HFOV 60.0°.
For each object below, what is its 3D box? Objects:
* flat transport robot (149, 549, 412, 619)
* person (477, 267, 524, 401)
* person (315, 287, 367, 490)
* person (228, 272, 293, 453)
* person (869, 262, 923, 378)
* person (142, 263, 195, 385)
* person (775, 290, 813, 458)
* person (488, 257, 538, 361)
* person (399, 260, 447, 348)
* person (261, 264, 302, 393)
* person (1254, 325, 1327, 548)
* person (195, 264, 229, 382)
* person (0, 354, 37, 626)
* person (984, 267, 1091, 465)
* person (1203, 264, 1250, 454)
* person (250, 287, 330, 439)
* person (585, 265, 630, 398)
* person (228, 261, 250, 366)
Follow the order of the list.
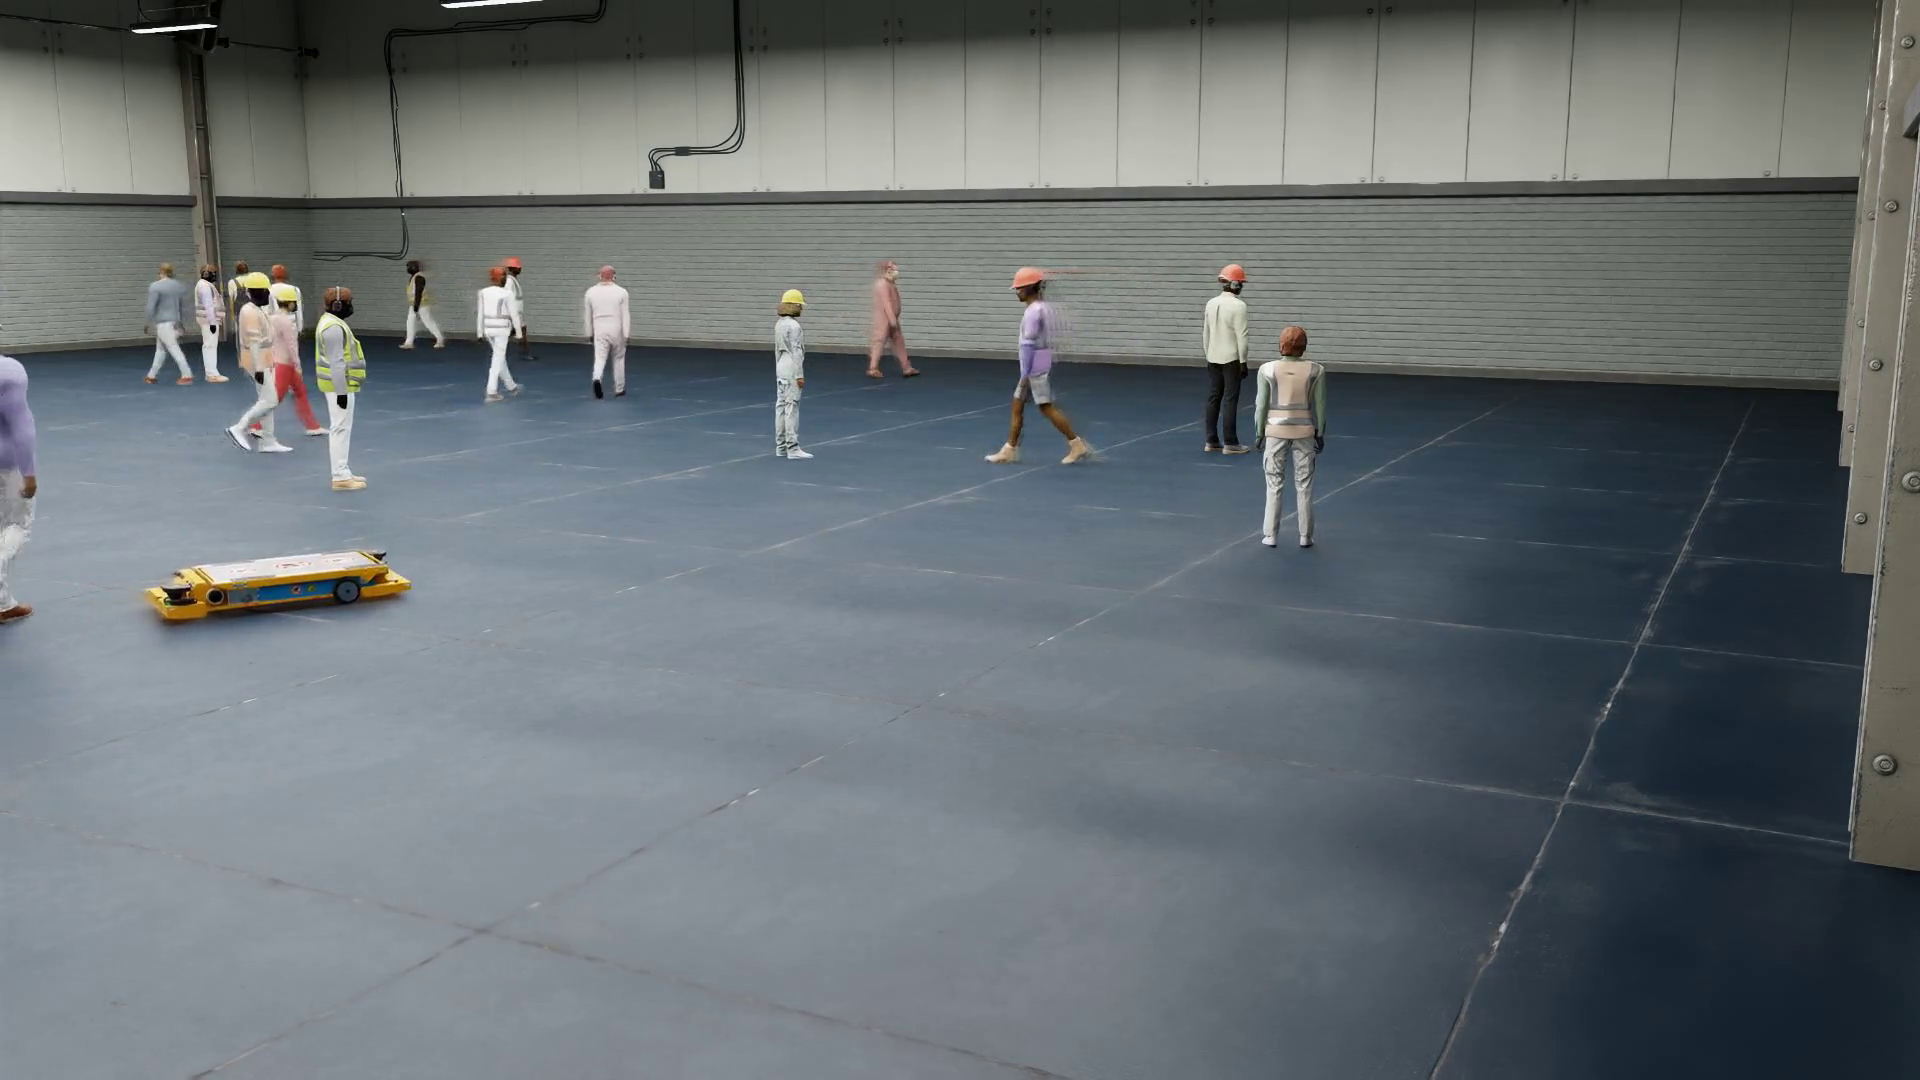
[{"bbox_3d":[-4.268,0.260,10.455,1.431,0.197,0.652,-7,13,-34],"label":"flat transport robot"},{"bbox_3d":[-6.371,-2.884,23.292,0.611,1.839,0.947,5,12,26],"label":"person"},{"bbox_3d":[-5.605,-1.372,15.097,0.428,1.836,0.625,-4,11,-20],"label":"person"},{"bbox_3d":[-7.387,-1.852,17.478,0.512,1.916,0.603,-3,11,-17],"label":"person"},{"bbox_3d":[-1.047,-3.518,26.724,0.946,1.865,0.659,2,11,12],"label":"person"},{"bbox_3d":[-12.233,-3.319,25.597,0.925,1.872,0.622,1,10,7],"label":"person"},{"bbox_3d":[-1.737,-1.715,17.227,0.312,1.737,0.483,-6,12,-29],"label":"person"},{"bbox_3d":[-8.219,-4.222,30.432,0.845,1.910,0.551,-1,10,-7],"label":"person"},{"bbox_3d":[-10.989,-4.811,33.955,0.907,1.805,0.617,-7,13,-34],"label":"person"},{"bbox_3d":[-9.954,-3.095,24.392,0.591,1.869,0.544,-7,13,-34],"label":"person"},{"bbox_3d":[2.428,-0.753,12.248,0.523,1.638,0.310,1,10,7],"label":"person"},{"bbox_3d":[-11.808,-3.416,26.234,0.430,1.838,0.619,-6,12,-29],"label":"person"},{"bbox_3d":[-5.669,-0.414,9.631,0.635,1.922,0.598,1,10,4],"label":"person"},{"bbox_3d":[0.809,-1.720,16.591,1.051,1.994,0.611,1,10,7],"label":"person"},{"bbox_3d":[2.838,-1.911,17.596,0.399,1.989,0.622,-6,12,-32],"label":"person"},{"bbox_3d":[-7.636,-1.996,18.809,0.909,1.723,0.543,-6,12,-29],"label":"person"},{"bbox_3d":[-5.001,-2.947,23.584,0.652,1.883,0.839,1,10,3],"label":"person"},{"bbox_3d":[-12.533,-3.963,29.187,0.508,1.847,0.345,-2,11,-8],"label":"person"}]
